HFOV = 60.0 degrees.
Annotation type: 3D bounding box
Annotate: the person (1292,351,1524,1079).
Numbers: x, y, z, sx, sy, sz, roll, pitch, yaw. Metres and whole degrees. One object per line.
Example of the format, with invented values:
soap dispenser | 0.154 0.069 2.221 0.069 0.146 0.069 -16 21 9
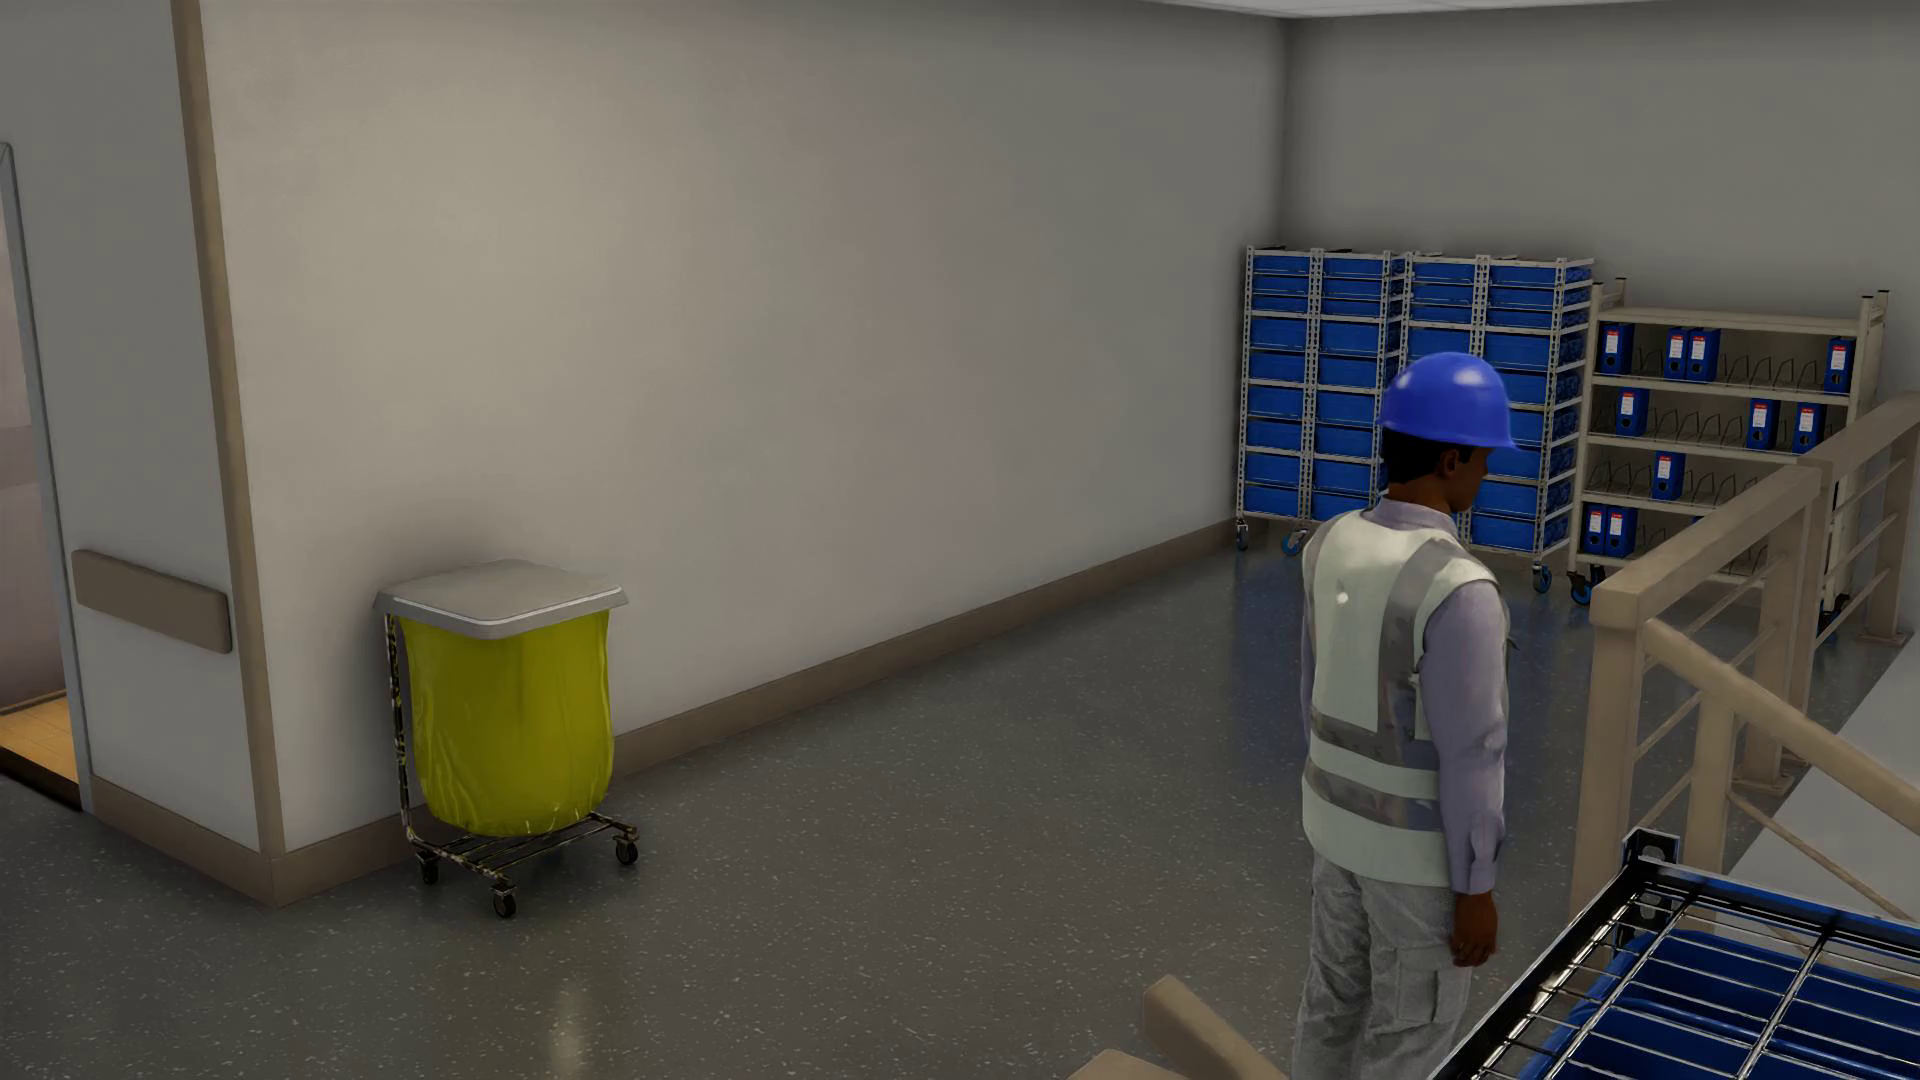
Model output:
person | 0.898 0.590 3.368 0.398 1.943 0.603 -4 14 -17
